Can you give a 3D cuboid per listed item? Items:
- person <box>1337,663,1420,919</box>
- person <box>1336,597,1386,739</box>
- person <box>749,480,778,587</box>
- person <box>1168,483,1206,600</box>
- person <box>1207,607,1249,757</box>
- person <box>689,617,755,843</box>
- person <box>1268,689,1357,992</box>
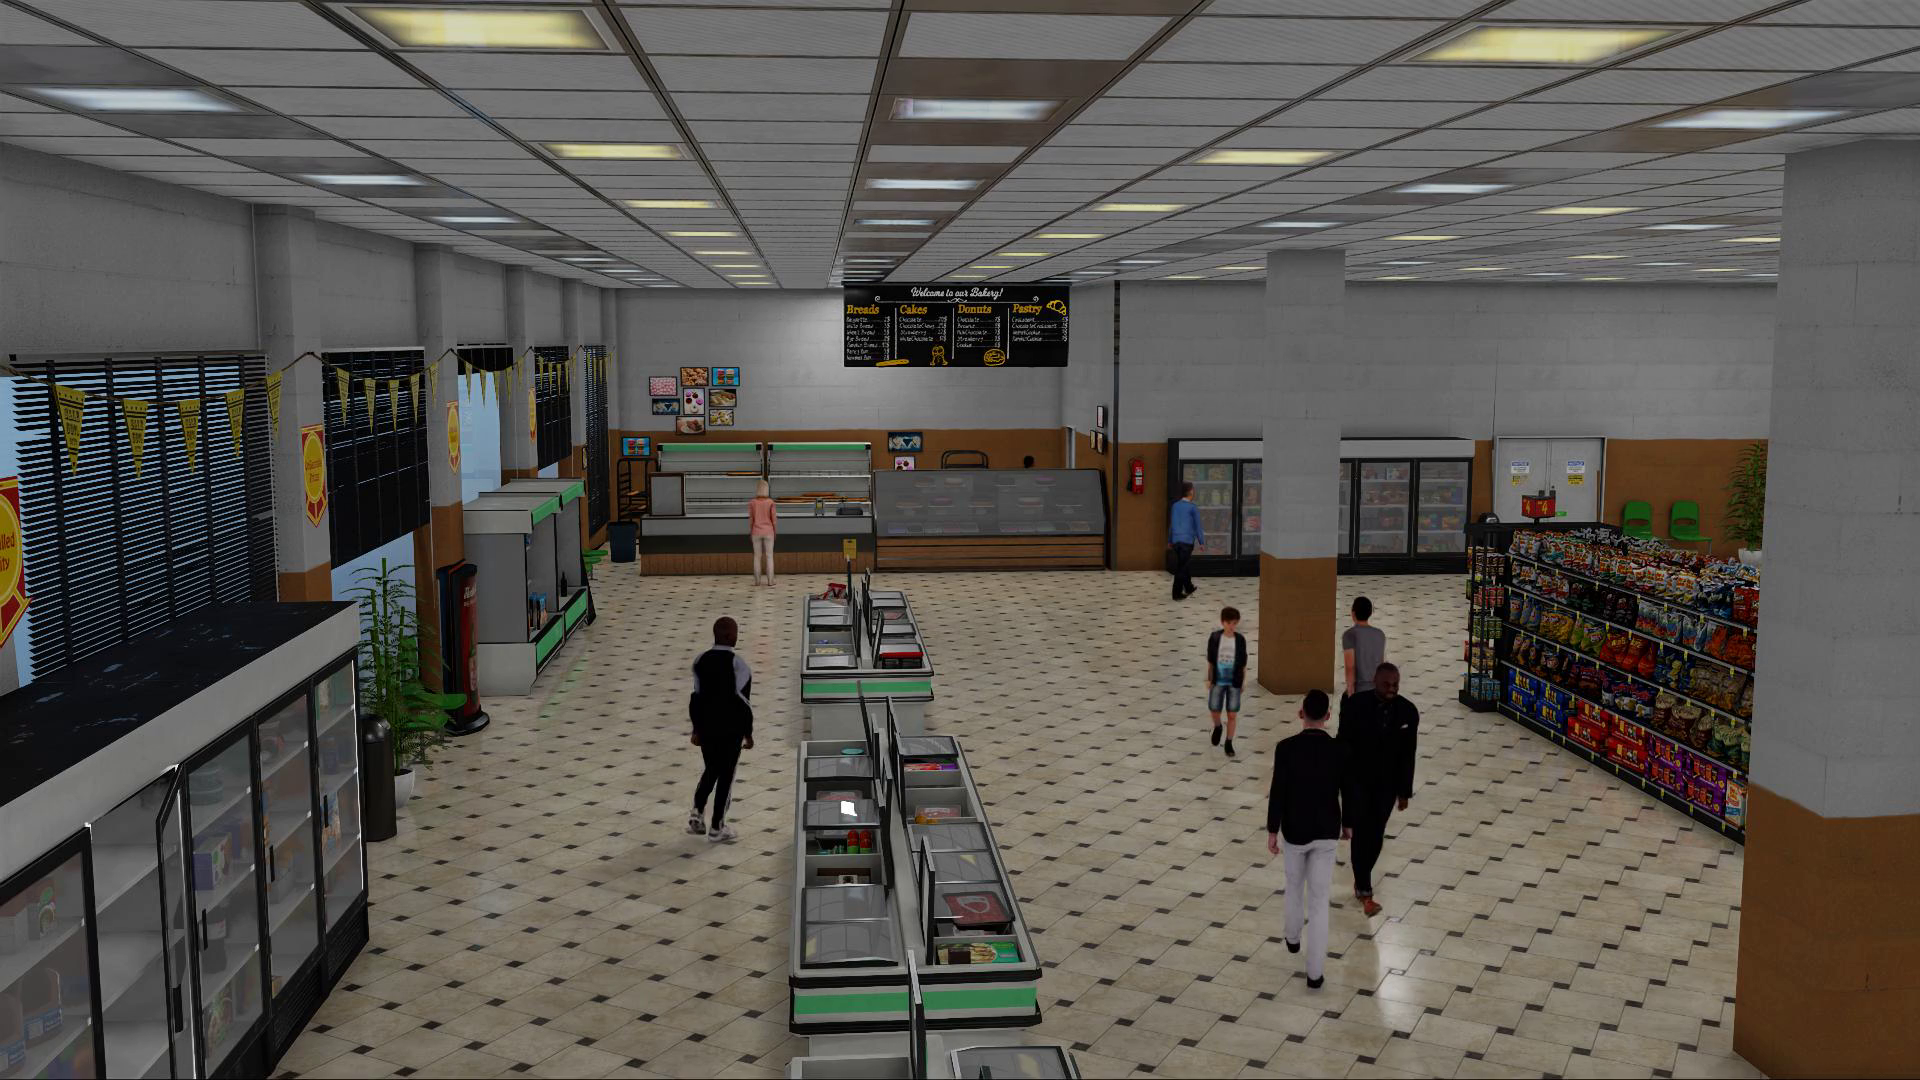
[{"bbox_3d":[2.887,1.723,11.725,0.811,1.766,1.132,0,7,3],"label":"person"},{"bbox_3d":[3.605,1.406,14.632,0.853,1.698,1.232,-3,7,-22],"label":"person"},{"bbox_3d":[-3.219,-0.119,27.143,0.628,1.724,0.555,0,7,2],"label":"person"},{"bbox_3d":[3.391,0.031,25.633,1.061,1.789,1.036,-6,9,-42],"label":"person"},{"bbox_3d":[2.581,1.355,16.133,0.600,1.439,0.695,1,7,5],"label":"person"},{"bbox_3d":[-1.946,1.523,13.196,0.830,1.811,0.878,3,7,22],"label":"person"},{"bbox_3d":[2.174,1.878,10.302,0.883,1.801,1.164,1,7,10],"label":"person"}]
